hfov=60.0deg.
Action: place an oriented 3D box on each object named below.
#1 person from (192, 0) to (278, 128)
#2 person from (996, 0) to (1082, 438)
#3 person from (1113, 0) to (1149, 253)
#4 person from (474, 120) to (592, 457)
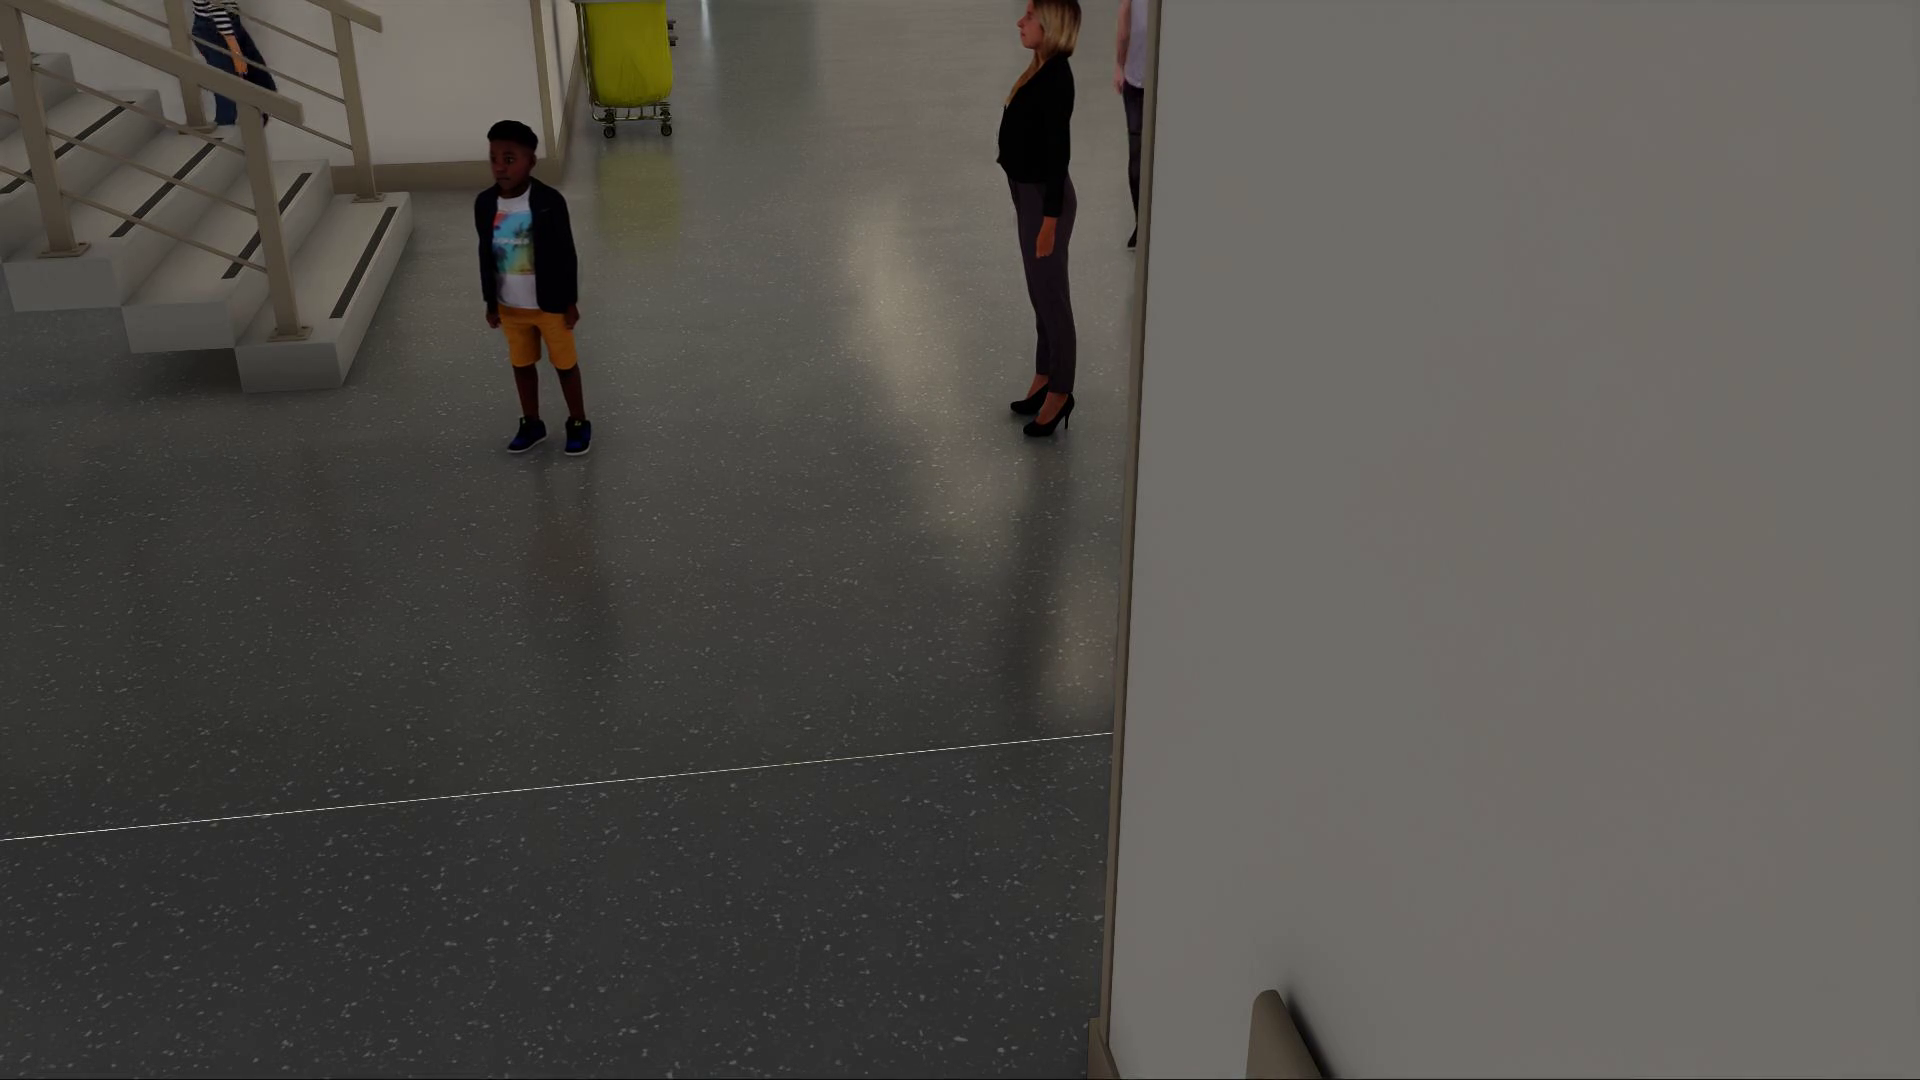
[{"bbox_3d":[-4.245,-2.770,9.369,0.609,1.778,0.647,-6,26,-13],"label":"person"},{"bbox_3d":[0.336,-1.218,6.293,0.556,1.672,0.614,-2,26,-3],"label":"person"},{"bbox_3d":[1.081,-2.438,8.653,0.964,1.818,0.973,9,27,18],"label":"person"},{"bbox_3d":[-1.574,-0.926,6.155,0.528,1.266,0.630,2,26,3],"label":"person"}]
